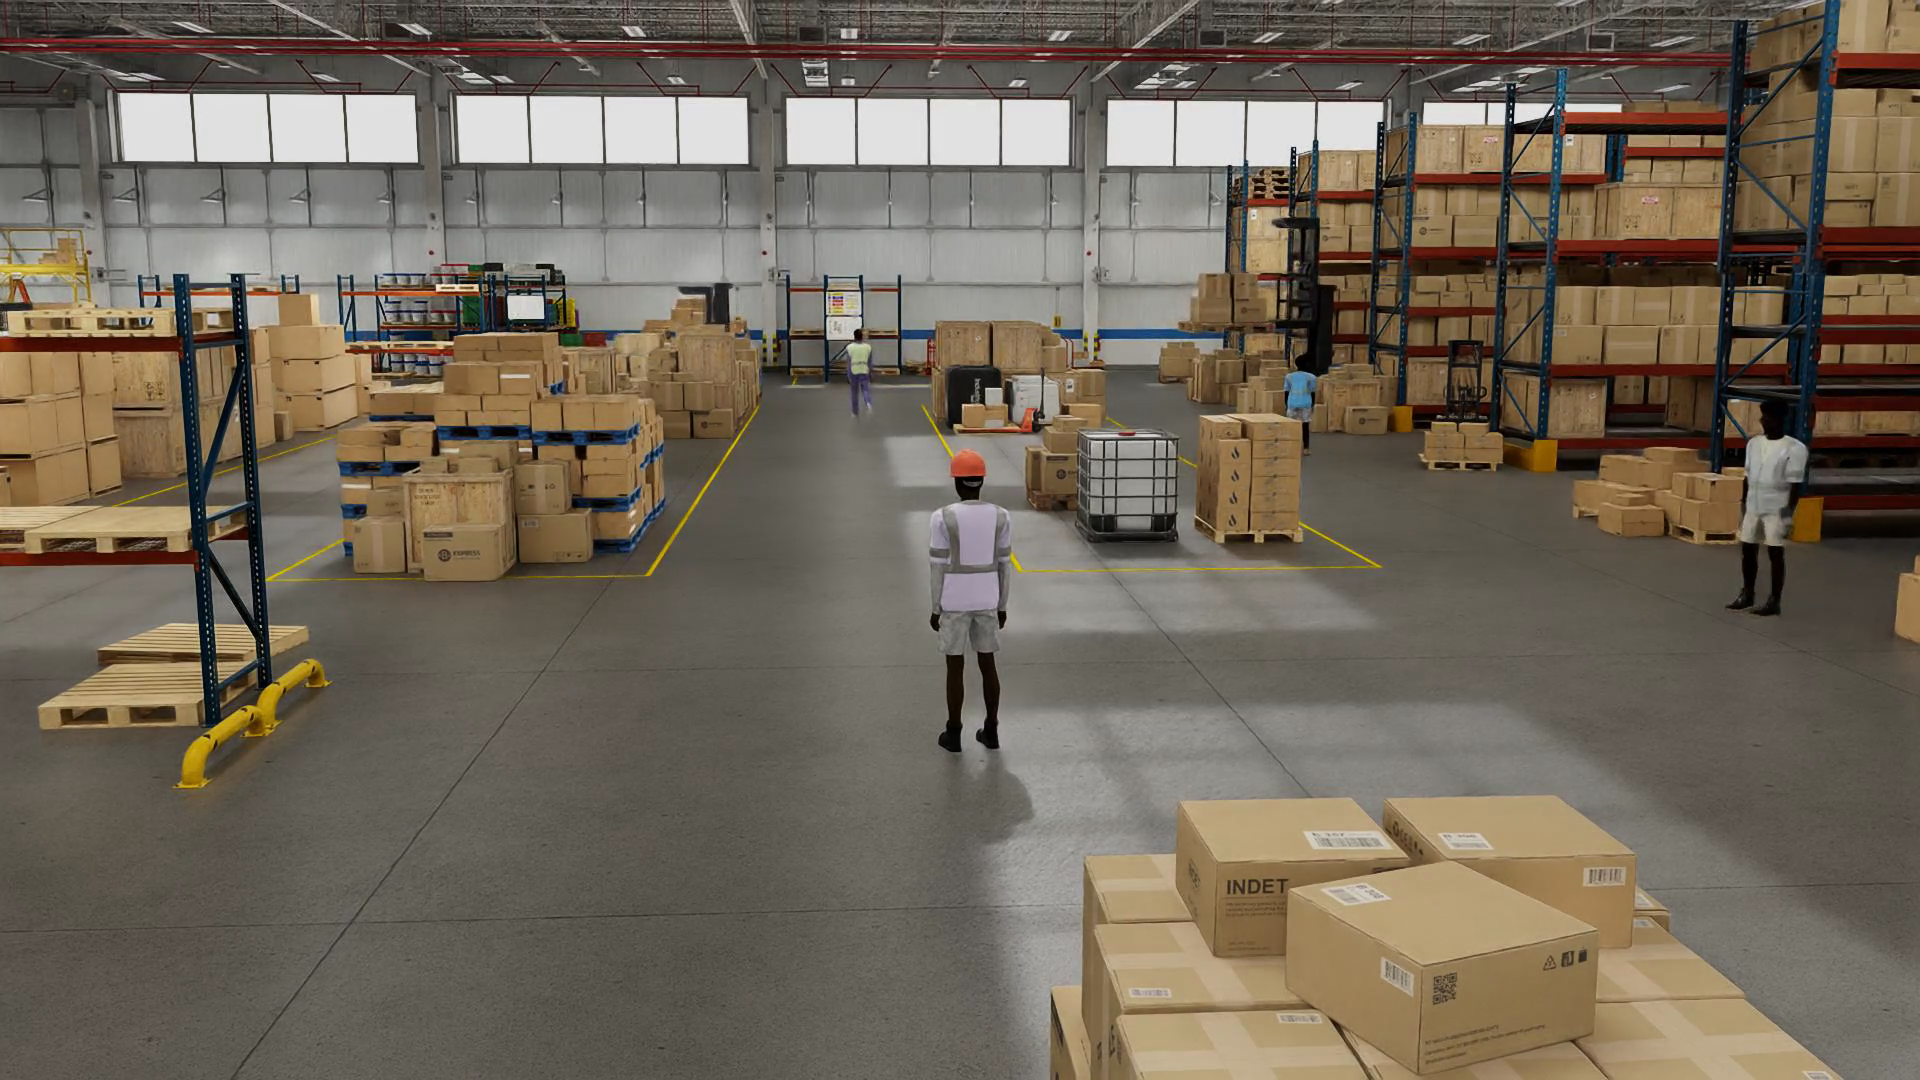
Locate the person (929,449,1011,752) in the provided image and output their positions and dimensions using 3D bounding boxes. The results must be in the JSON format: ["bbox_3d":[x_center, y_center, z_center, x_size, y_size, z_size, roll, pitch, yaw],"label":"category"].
[{"bbox_3d":[0.056,0.386,10.612,0.539,1.930,0.394,-4,10,-21],"label":"person"}]

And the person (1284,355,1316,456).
[{"bbox_3d":[5.691,-2.250,27.862,0.540,1.695,0.317,3,10,19],"label":"person"}]

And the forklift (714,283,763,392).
[{"bbox_3d":[-5.929,-5.050,41.738,1.873,2.768,1.129,-1,9,-4],"label":"forklift"}]

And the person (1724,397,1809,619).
[{"bbox_3d":[7.145,-0.286,14.692,0.384,1.965,0.614,-5,10,-26],"label":"person"}]

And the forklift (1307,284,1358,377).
[{"bbox_3d":[7.810,-4.131,35.970,1.873,2.768,1.129,-1,9,-4],"label":"forklift"}]

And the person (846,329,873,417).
[{"bbox_3d":[-2.124,-3.524,35.243,0.594,1.903,0.651,-4,10,-22],"label":"person"}]

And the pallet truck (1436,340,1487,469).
[{"bbox_3d":[8.004,-2.170,26.422,0.823,1.965,1.885,2,9,14],"label":"pallet truck"}]
